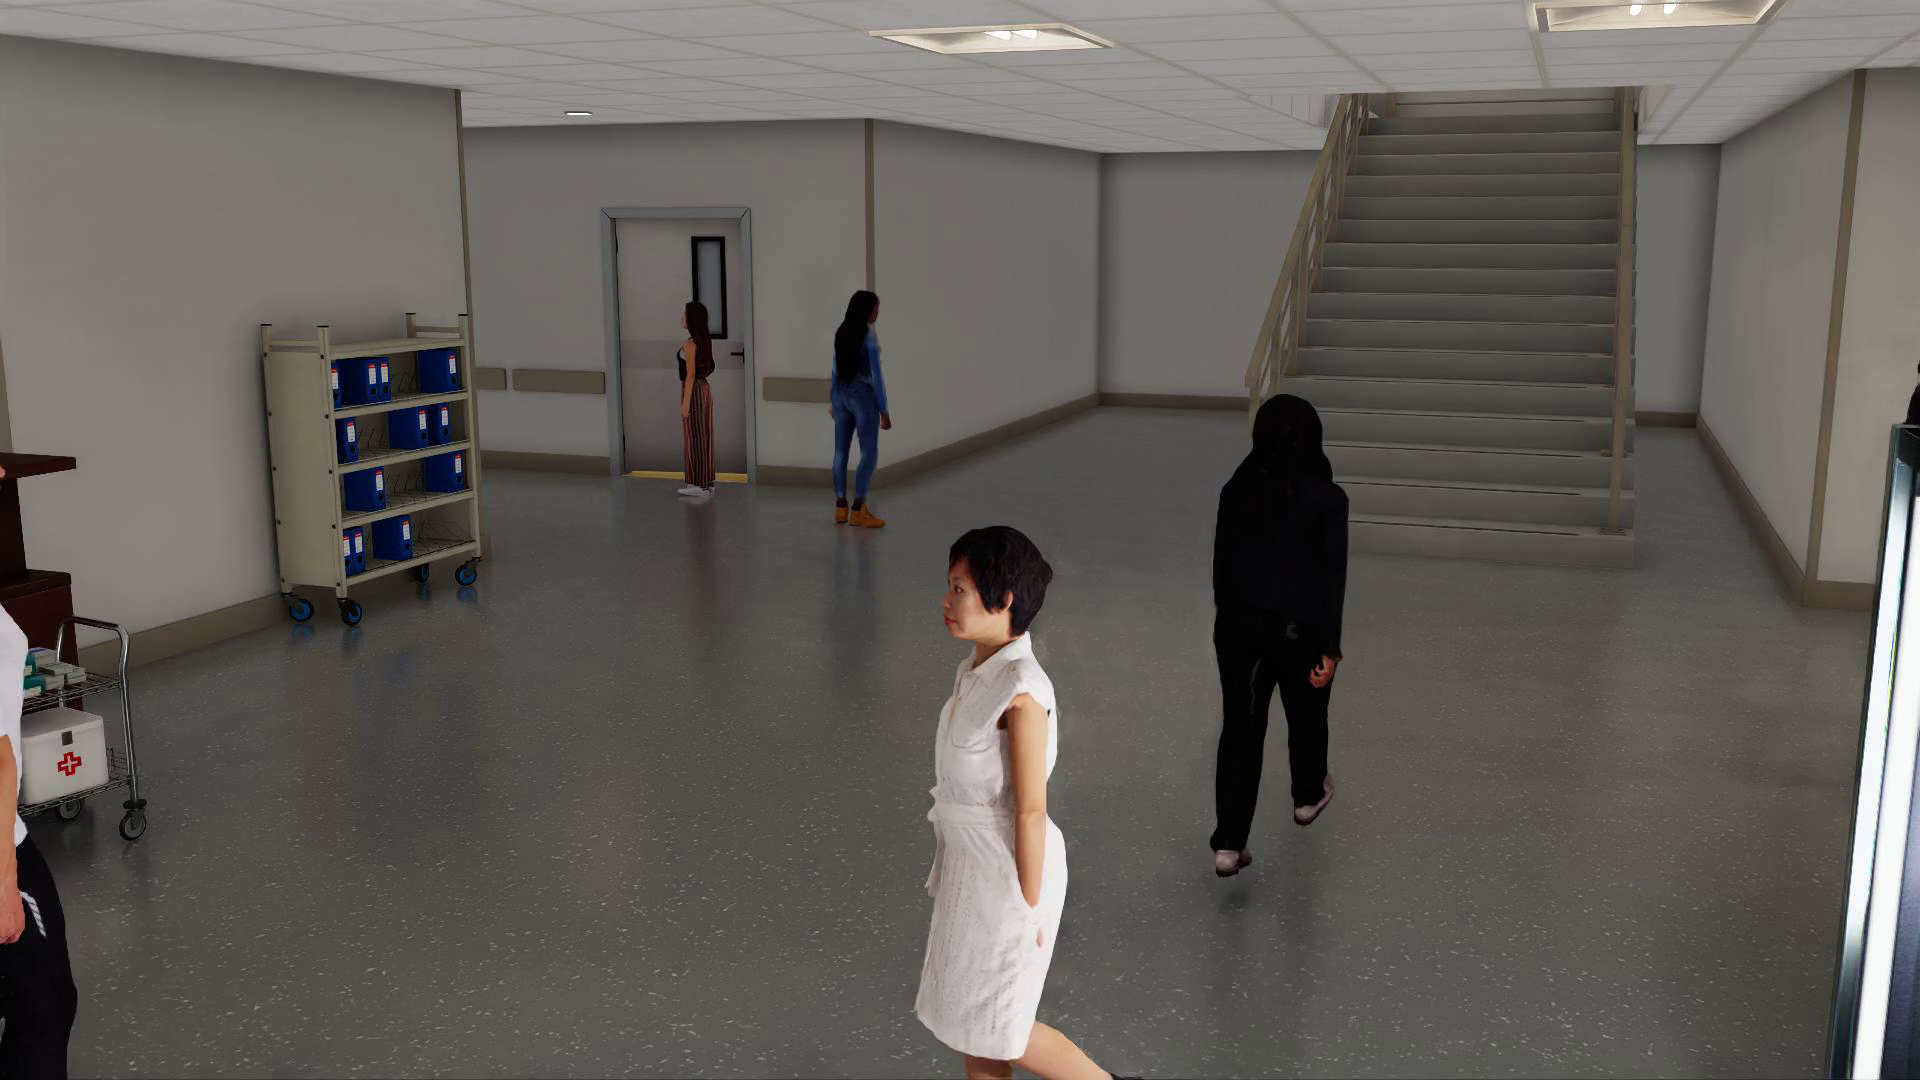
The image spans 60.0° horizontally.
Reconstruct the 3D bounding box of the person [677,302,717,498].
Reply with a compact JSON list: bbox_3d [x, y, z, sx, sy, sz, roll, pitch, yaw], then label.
[{"bbox_3d":[-2.129,-1.147,13.426,0.643,1.562,0.494,2,11,11],"label":"person"}]

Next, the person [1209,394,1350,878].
[{"bbox_3d":[1.017,0.357,5.499,0.752,1.562,1.183,5,12,26],"label":"person"}]

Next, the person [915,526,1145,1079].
[{"bbox_3d":[0.160,0.731,3.585,0.829,1.541,0.815,-2,11,-11],"label":"person"}]

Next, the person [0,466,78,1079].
[{"bbox_3d":[-2.099,0.637,3.314,0.881,1.829,1.094,9,14,39],"label":"person"}]

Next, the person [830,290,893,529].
[{"bbox_3d":[-0.800,-0.959,12.069,0.786,1.700,0.712,6,12,30],"label":"person"}]
